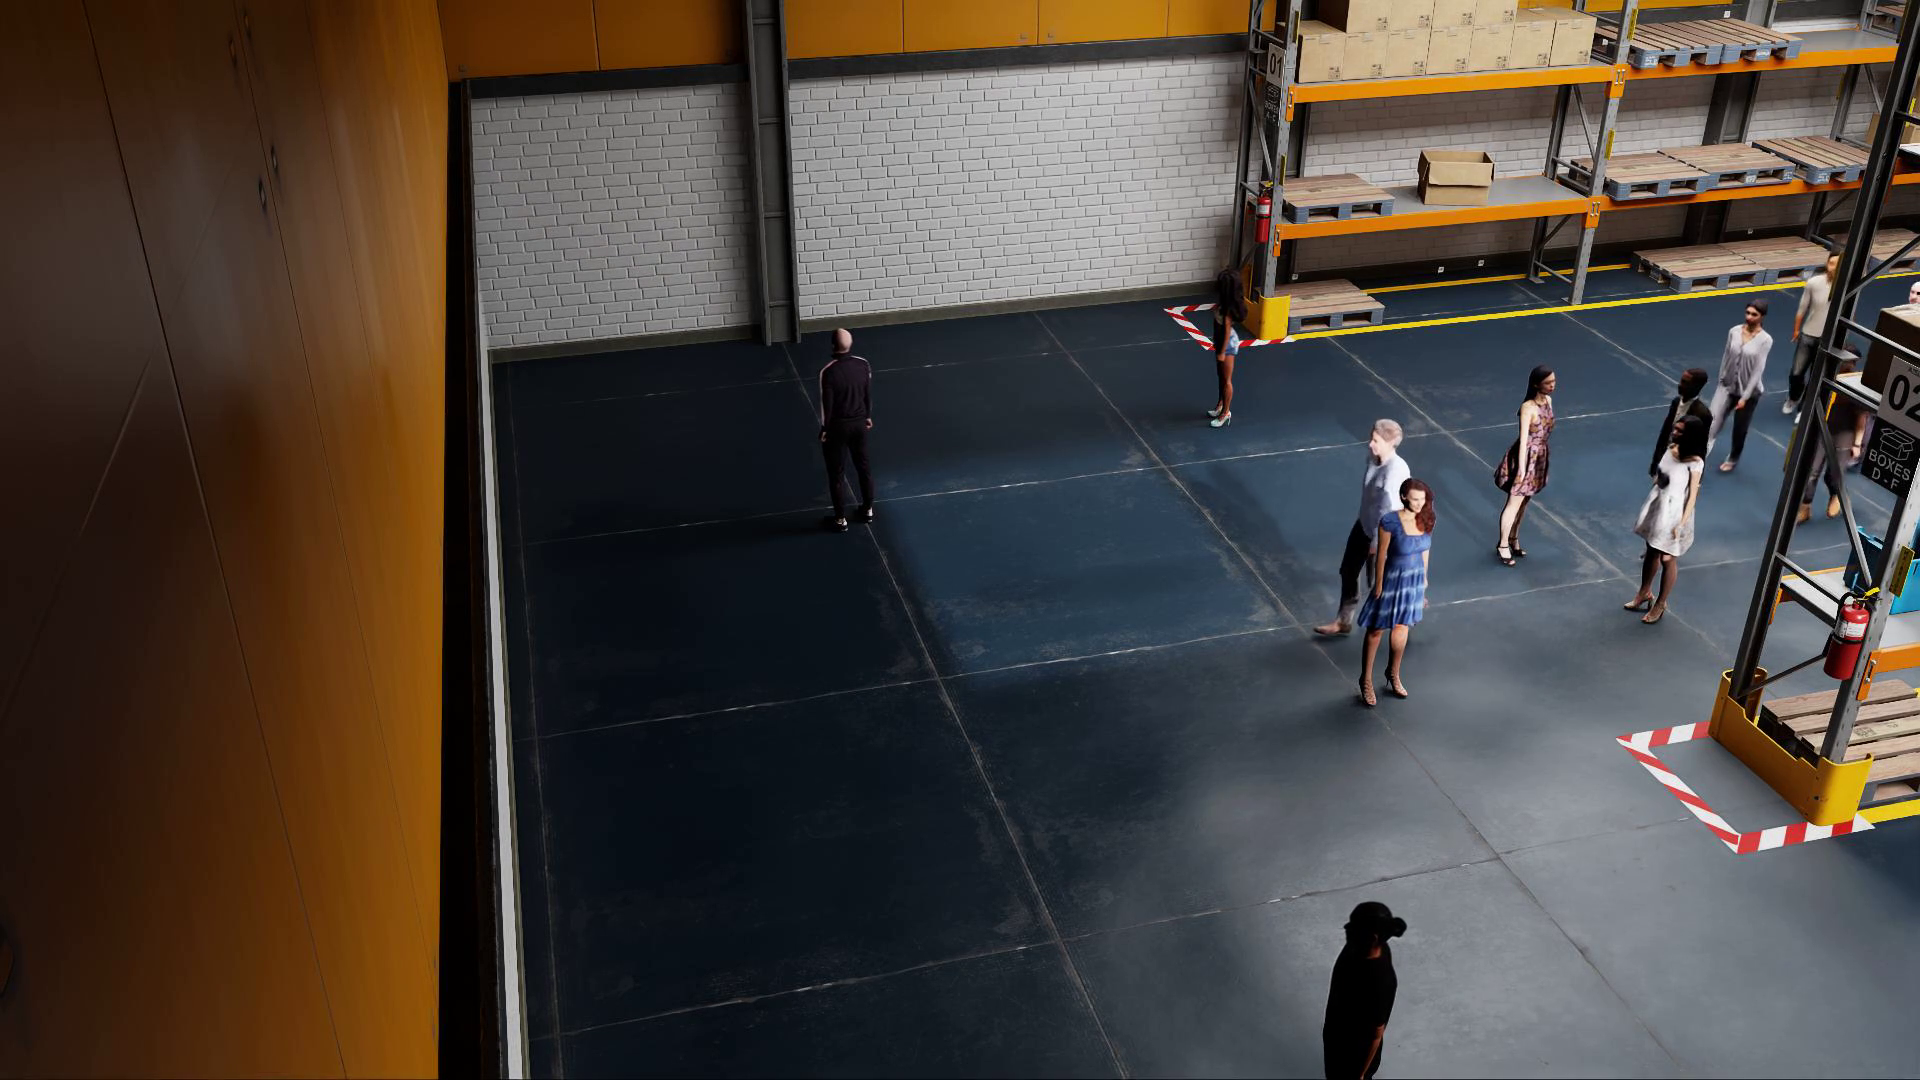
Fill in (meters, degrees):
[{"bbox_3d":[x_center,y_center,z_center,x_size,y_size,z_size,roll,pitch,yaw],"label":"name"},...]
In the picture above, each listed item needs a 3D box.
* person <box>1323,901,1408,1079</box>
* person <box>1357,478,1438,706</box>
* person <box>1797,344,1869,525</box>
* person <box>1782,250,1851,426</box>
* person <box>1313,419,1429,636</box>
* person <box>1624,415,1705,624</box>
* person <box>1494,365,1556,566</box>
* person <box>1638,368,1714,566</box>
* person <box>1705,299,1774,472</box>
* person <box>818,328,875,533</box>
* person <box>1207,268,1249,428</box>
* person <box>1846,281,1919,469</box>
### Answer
[{"bbox_3d":[1.949,2.483,8.226,0.657,1.759,0.683,0,29,0],"label":"person"},{"bbox_3d":[3.181,0.365,12.060,0.555,1.805,0.755,-11,30,-19],"label":"person"},{"bbox_3d":[7.669,-0.933,14.547,0.904,1.701,0.829,-20,35,-33],"label":"person"},{"bbox_3d":[8.536,-2.034,16.462,0.806,1.800,0.864,16,33,27],"label":"person"},{"bbox_3d":[3.271,-0.049,12.757,1.077,1.864,0.646,-6,29,-11],"label":"person"},{"bbox_3d":[5.571,-0.172,13.076,0.631,1.774,0.645,-6,29,-11],"label":"person"},{"bbox_3d":[4.752,-0.632,13.919,0.856,1.774,0.776,24,37,37],"label":"person"},{"bbox_3d":[6.043,-0.584,13.812,0.705,1.792,0.735,-3,29,-6],"label":"person"},{"bbox_3d":[7.243,-1.388,15.350,1.180,1.732,0.925,-23,36,-36],"label":"person"},{"bbox_3d":[-0.990,-0.963,14.463,0.649,1.835,0.818,-19,34,-31],"label":"person"},{"bbox_3d":[2.616,-1.900,16.400,0.652,1.626,0.633,2,29,4],"label":"person"},{"bbox_3d":[8.895,-1.564,15.608,1.309,1.795,1.013,-21,35,-33],"label":"person"}]
